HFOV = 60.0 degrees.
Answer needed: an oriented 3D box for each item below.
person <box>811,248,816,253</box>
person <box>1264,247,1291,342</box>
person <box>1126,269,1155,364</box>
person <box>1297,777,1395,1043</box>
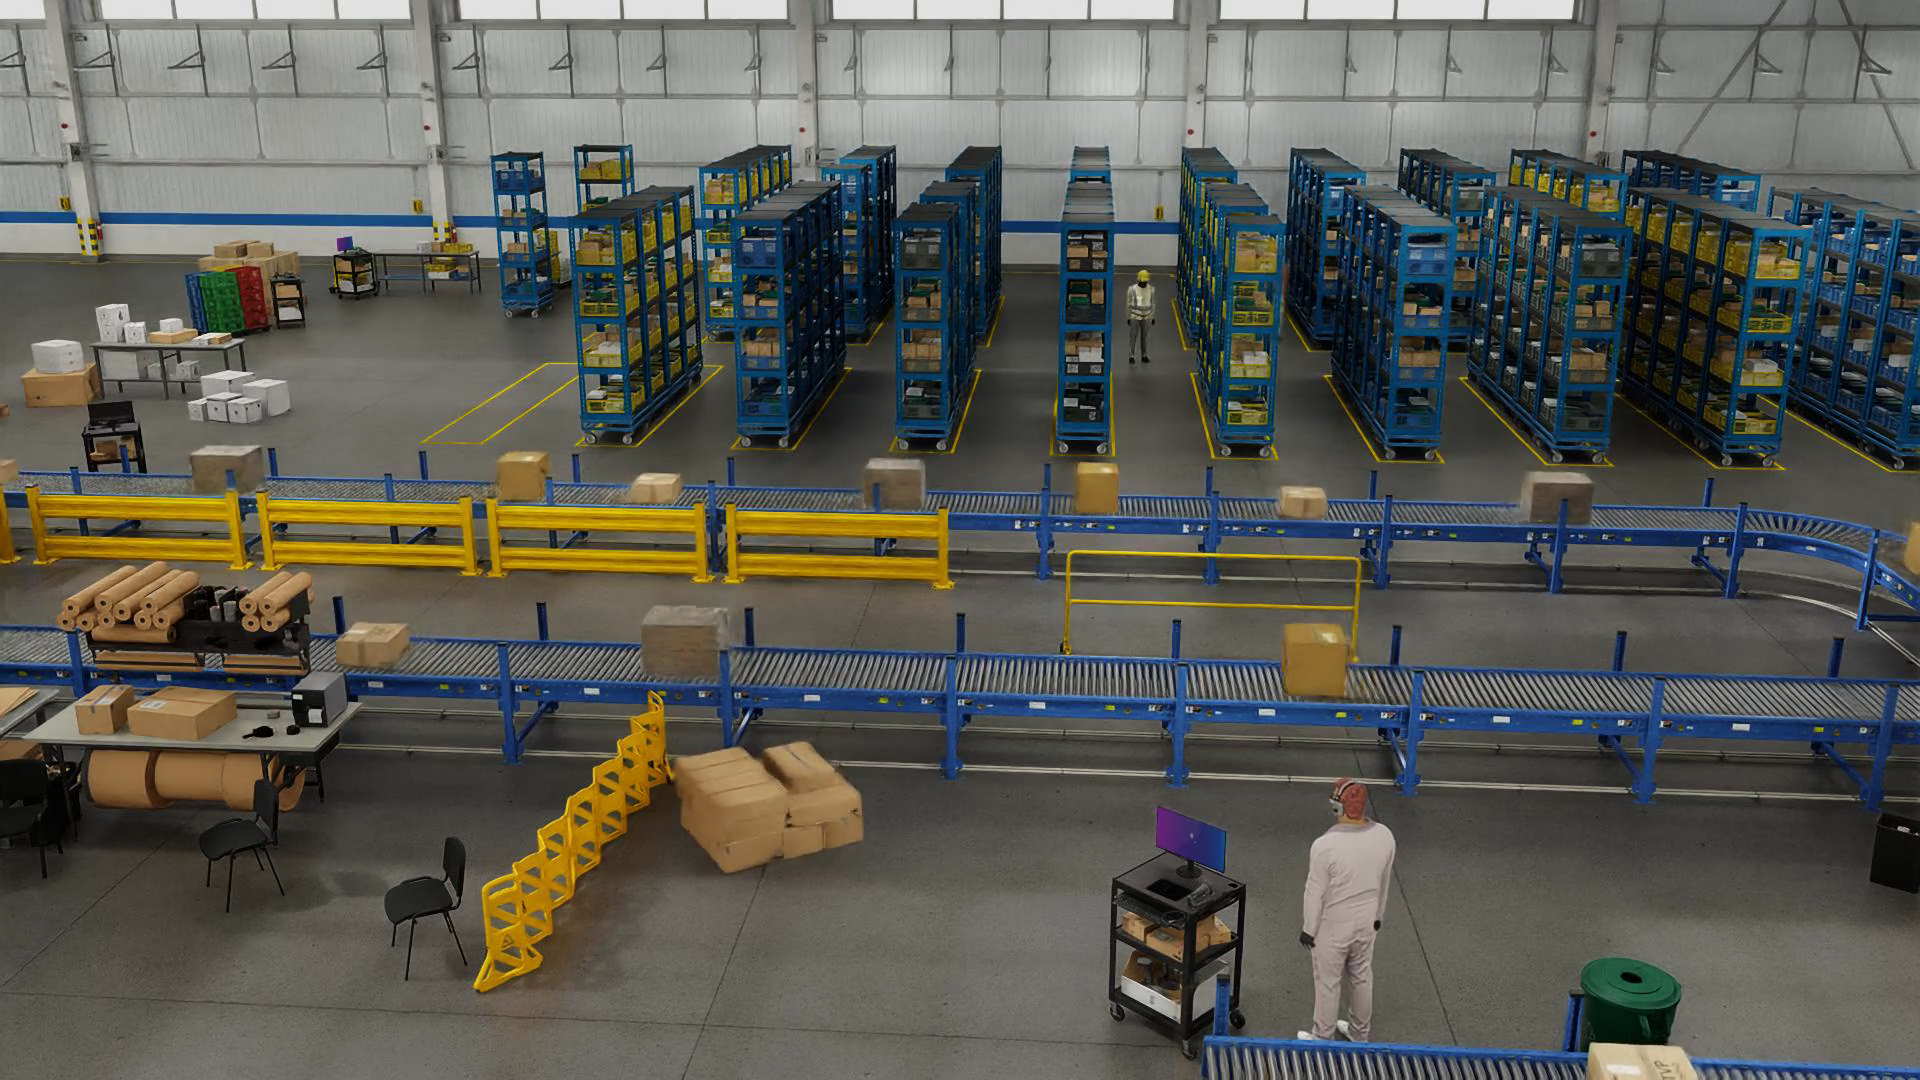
[{"bbox_3d":[-3.502,-6.717,39.858,0.374,1.840,0.569,-2,18,-6],"label":"person"},{"bbox_3d":[6.564,-5.155,34.678,0.608,1.976,0.775,-1,18,-4],"label":"person"},{"bbox_3d":[3.525,-4.354,32.376,0.586,1.834,0.403,-4,18,-13],"label":"person"},{"bbox_3d":[2.469,2.434,10.747,0.635,1.899,0.400,-9,20,-26],"label":"person"}]
